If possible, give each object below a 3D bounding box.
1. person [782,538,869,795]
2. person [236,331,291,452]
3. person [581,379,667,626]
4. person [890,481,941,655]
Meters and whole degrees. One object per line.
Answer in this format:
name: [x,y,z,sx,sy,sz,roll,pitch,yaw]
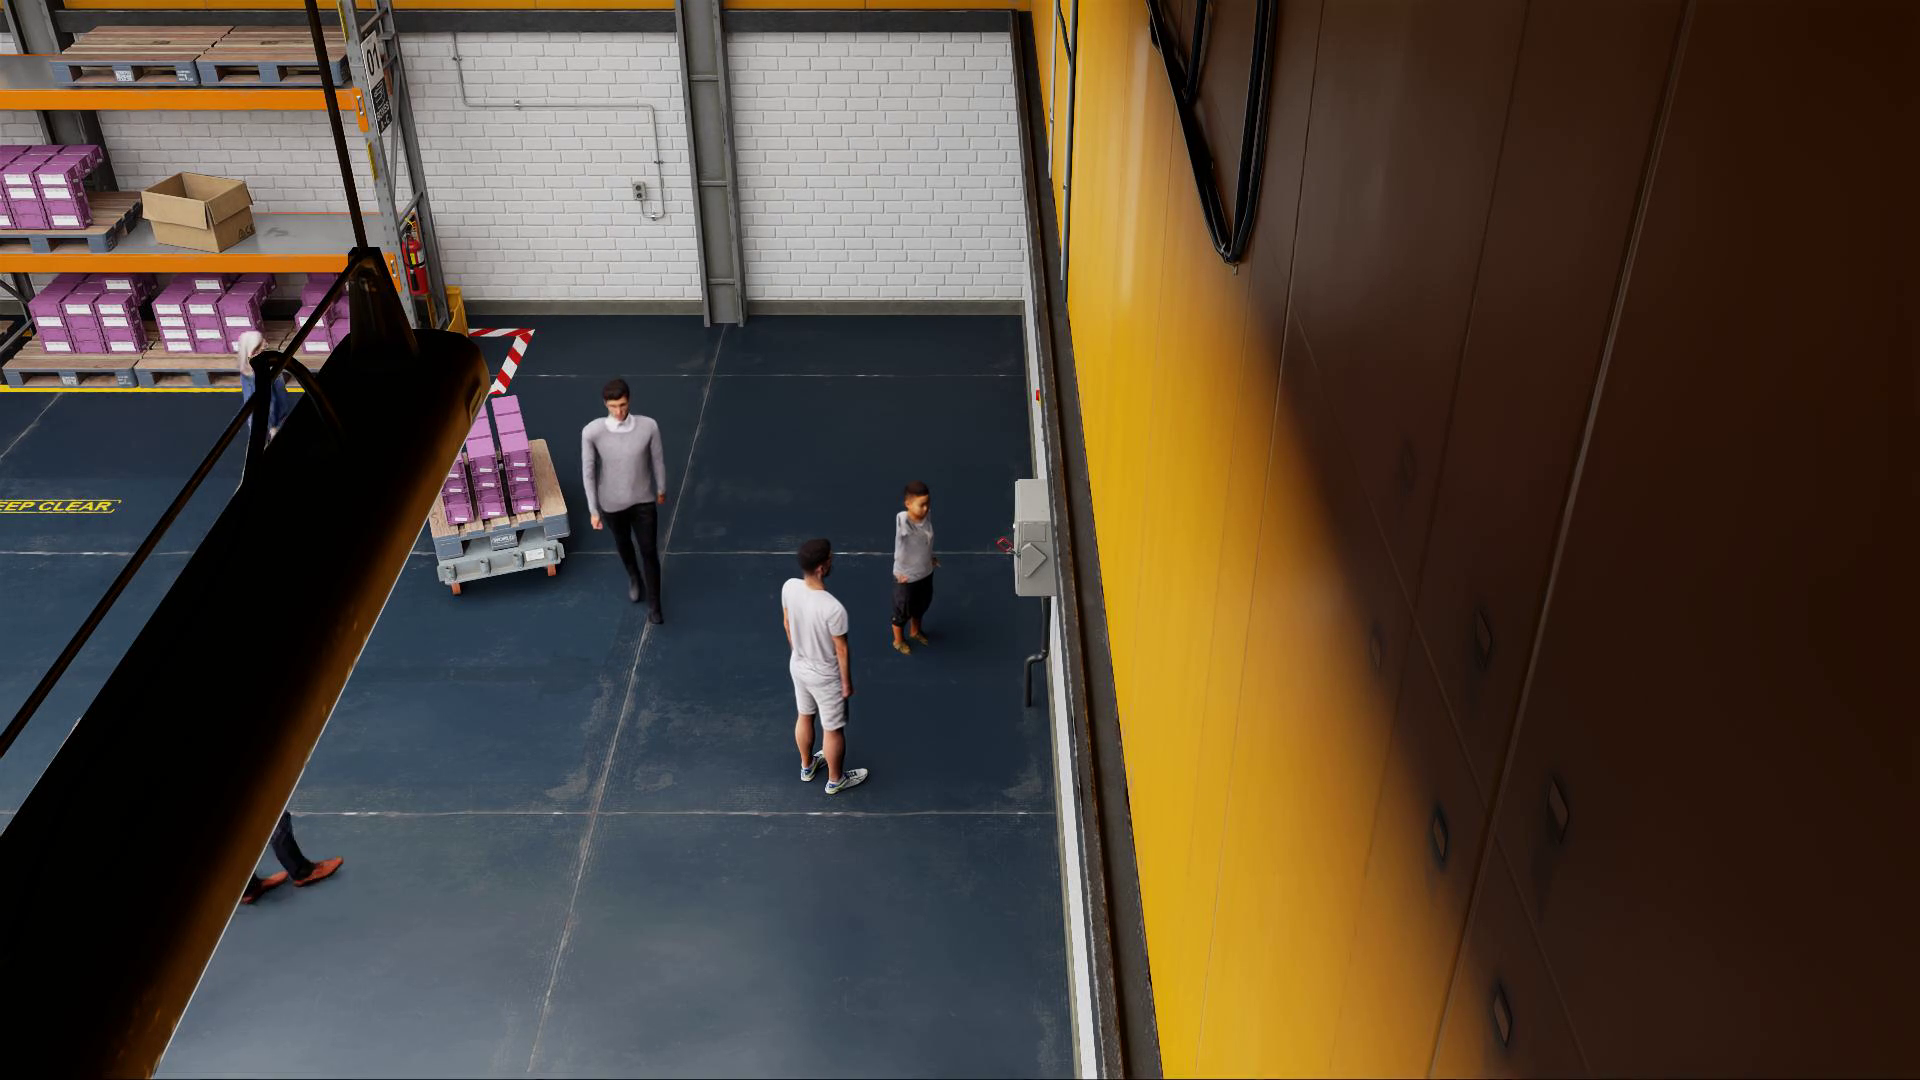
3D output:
person: [-0.900,0.807,10.501,0.745,1.847,0.822,25,41,33]
person: [-5.551,-0.855,13.171,1.180,1.658,1.084,-25,41,-33]
person: [-2.451,-0.352,12.208,1.106,1.887,0.907,-5,34,-8]
person: [-0.340,0.155,11.842,0.606,1.449,0.674,-27,42,-34]
